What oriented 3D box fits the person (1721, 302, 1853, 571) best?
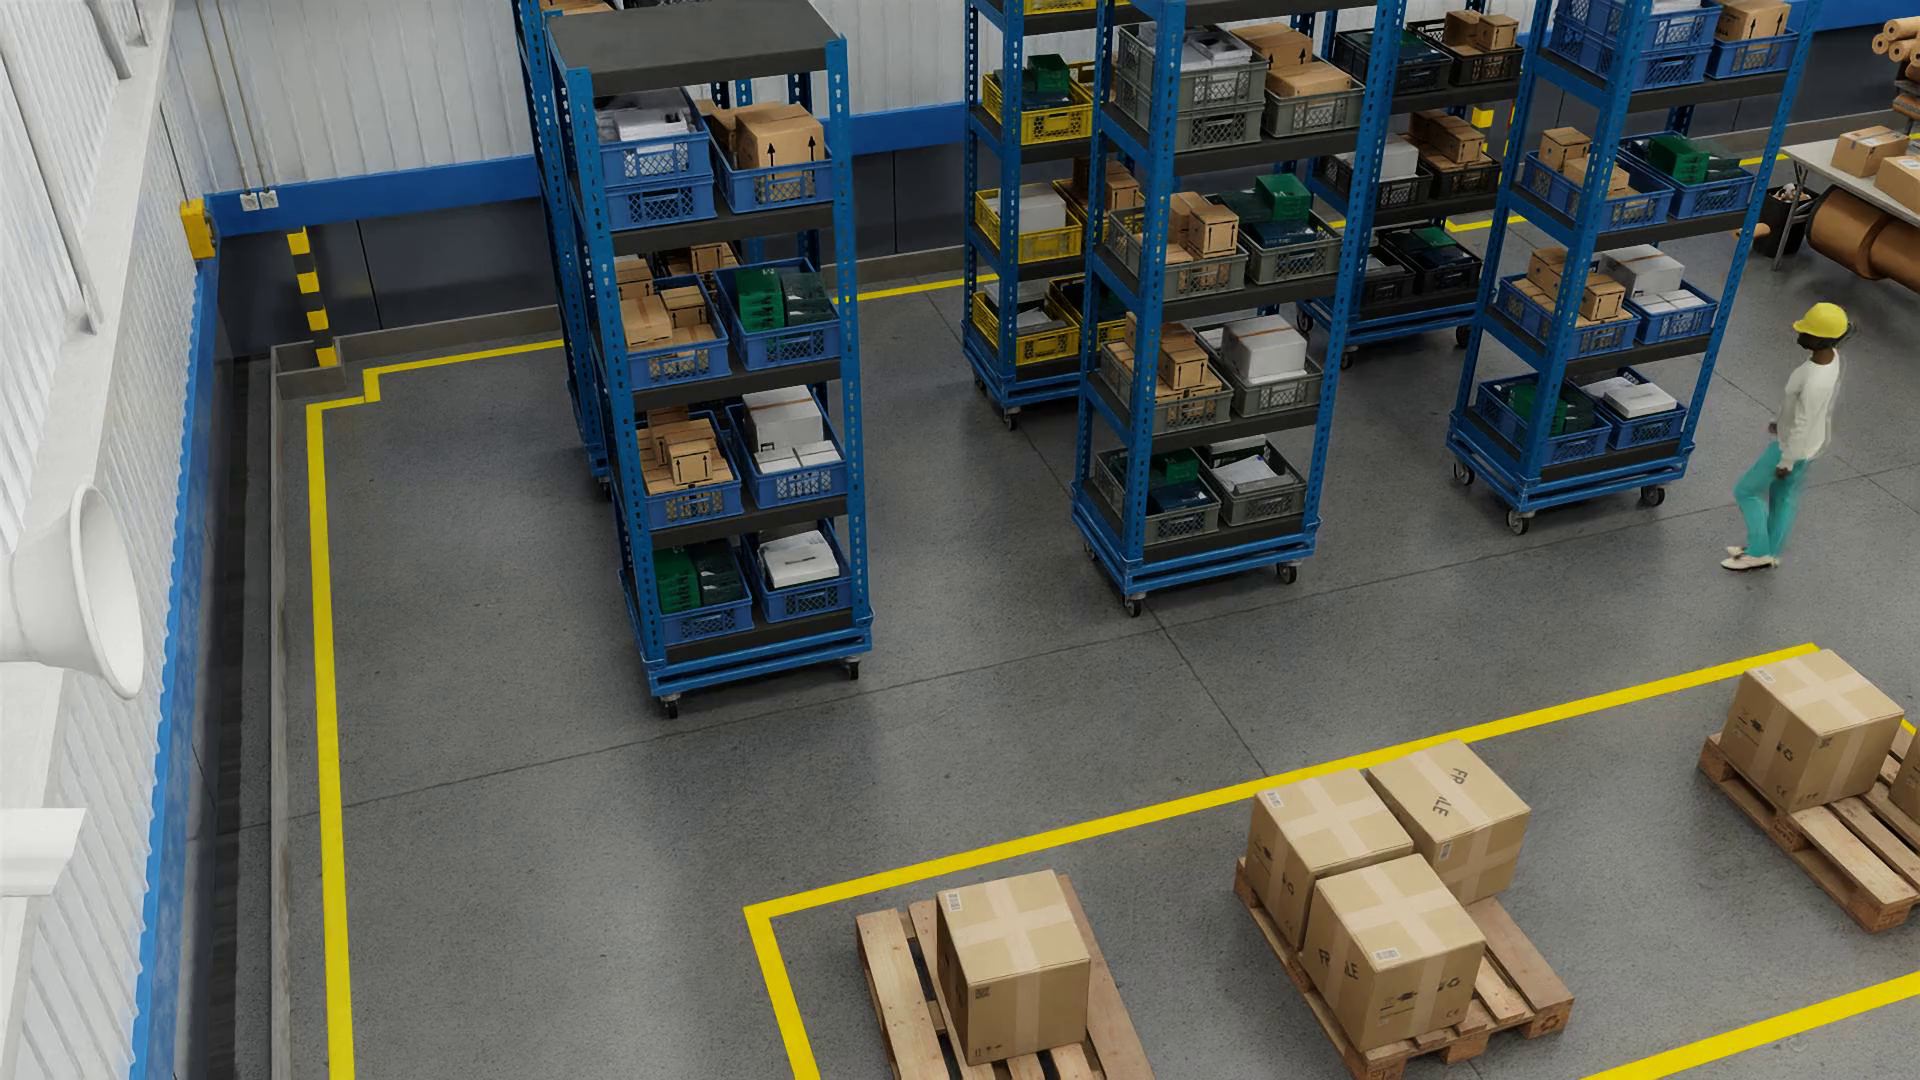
[{"bbox_3d":[4.755,-0.577,9.582,0.384,1.757,0.542,23,41,29],"label":"person"}]
